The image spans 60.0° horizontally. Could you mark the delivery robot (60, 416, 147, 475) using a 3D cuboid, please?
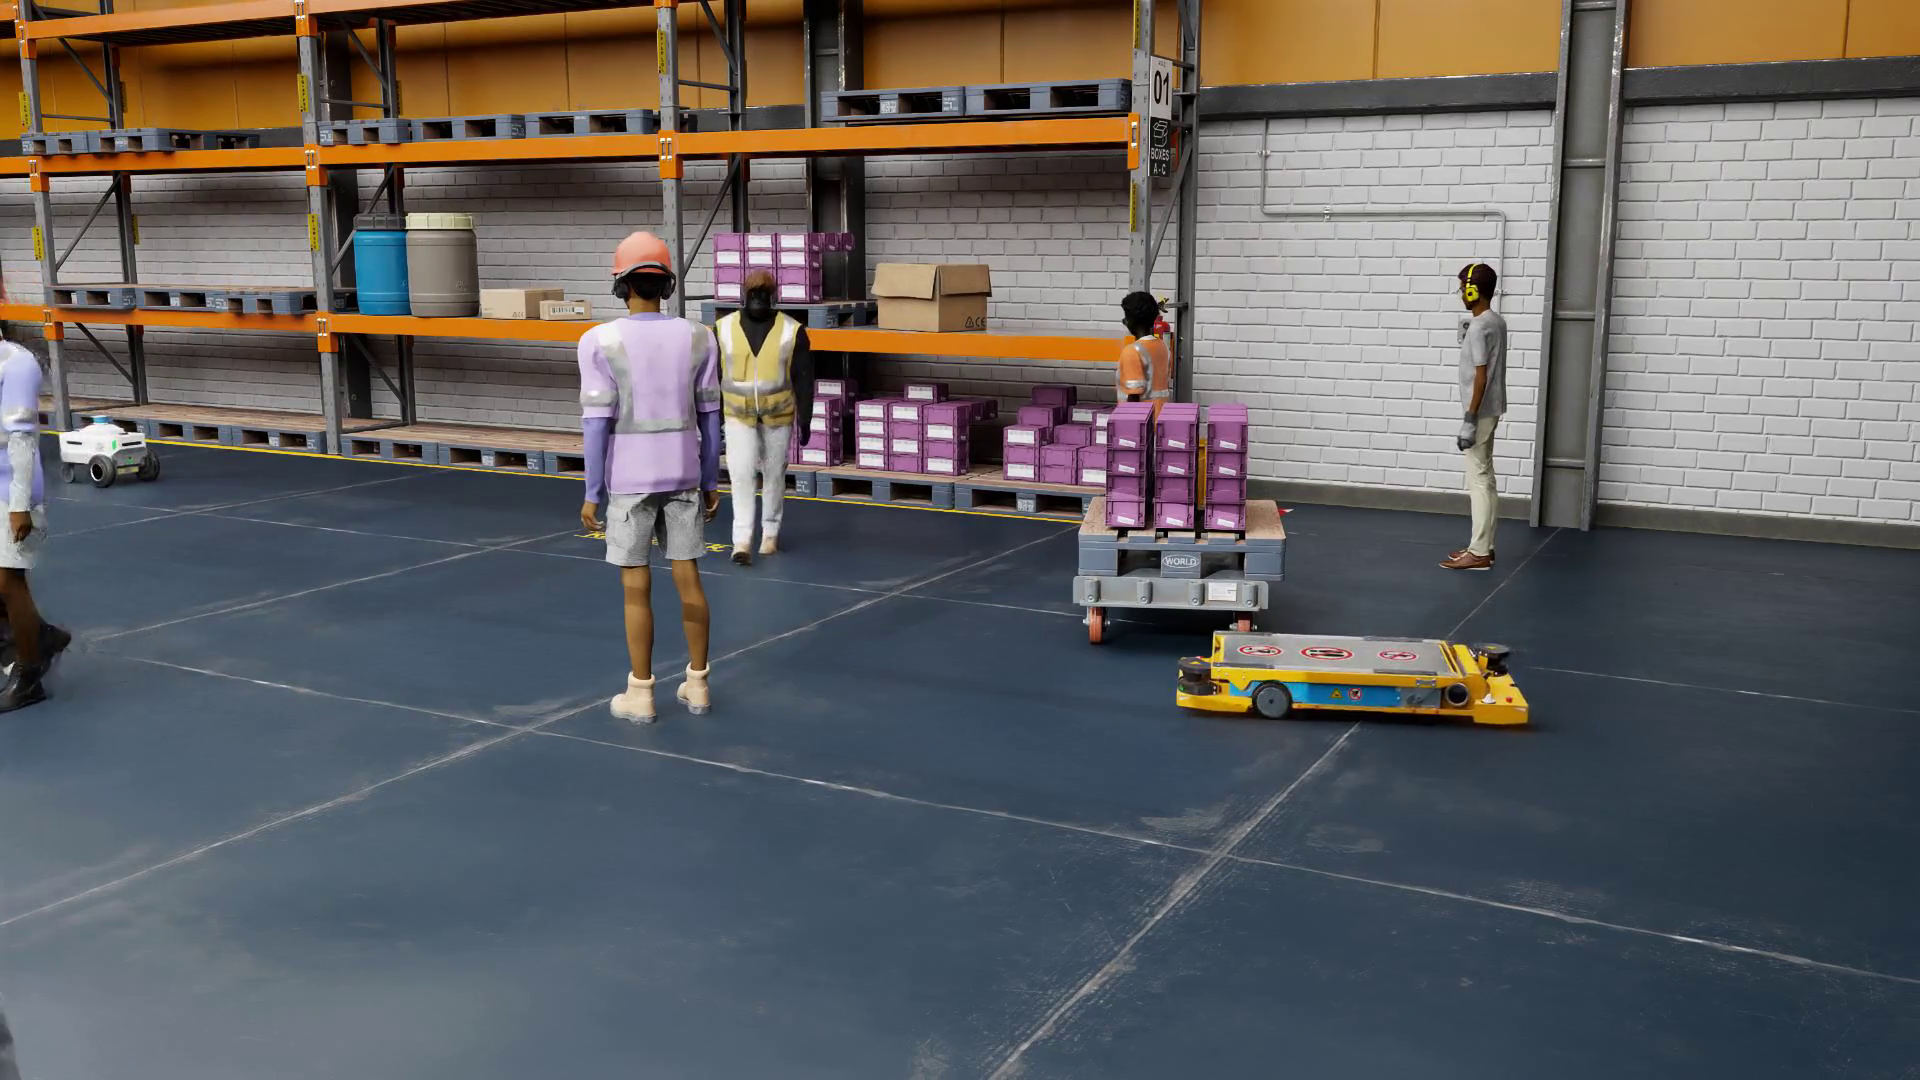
[{"bbox_3d":[-7.042,-0.779,13.663,0.707,0.478,0.477,5,12,26],"label":"delivery robot"}]

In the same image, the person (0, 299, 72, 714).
[{"bbox_3d":[-4.108,-0.210,7.104,0.541,1.910,0.473,4,11,22],"label":"person"}]

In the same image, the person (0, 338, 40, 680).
[{"bbox_3d":[-4.615,-0.301,7.733,0.609,1.879,0.947,-9,14,-42],"label":"person"}]

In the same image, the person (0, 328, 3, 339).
[{"bbox_3d":[-5.673,-0.628,9.449,0.349,1.882,0.577,6,12,31],"label":"person"}]

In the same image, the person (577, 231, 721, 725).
[{"bbox_3d":[-1.302,-0.256,6.968,0.613,2.041,0.393,-7,12,-32],"label":"person"}]

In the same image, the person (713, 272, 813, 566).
[{"bbox_3d":[-1.236,-0.744,10.313,0.653,1.794,0.939,-1,10,-3],"label":"person"}]

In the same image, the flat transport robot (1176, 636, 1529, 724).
[{"bbox_3d":[1.673,0.584,7.223,1.431,0.197,0.652,2,10,9],"label":"flat transport robot"}]

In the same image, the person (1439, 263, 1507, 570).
[{"bbox_3d":[3.144,-0.743,10.134,0.335,1.865,0.519,6,12,30],"label":"person"}]

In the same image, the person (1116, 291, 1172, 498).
[{"bbox_3d":[1.126,-0.675,10.221,0.321,1.694,0.535,6,12,30],"label":"person"}]

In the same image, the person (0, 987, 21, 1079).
[{"bbox_3d":[-1.556,0.837,2.216,0.853,1.584,0.512,10,14,44],"label":"person"}]
